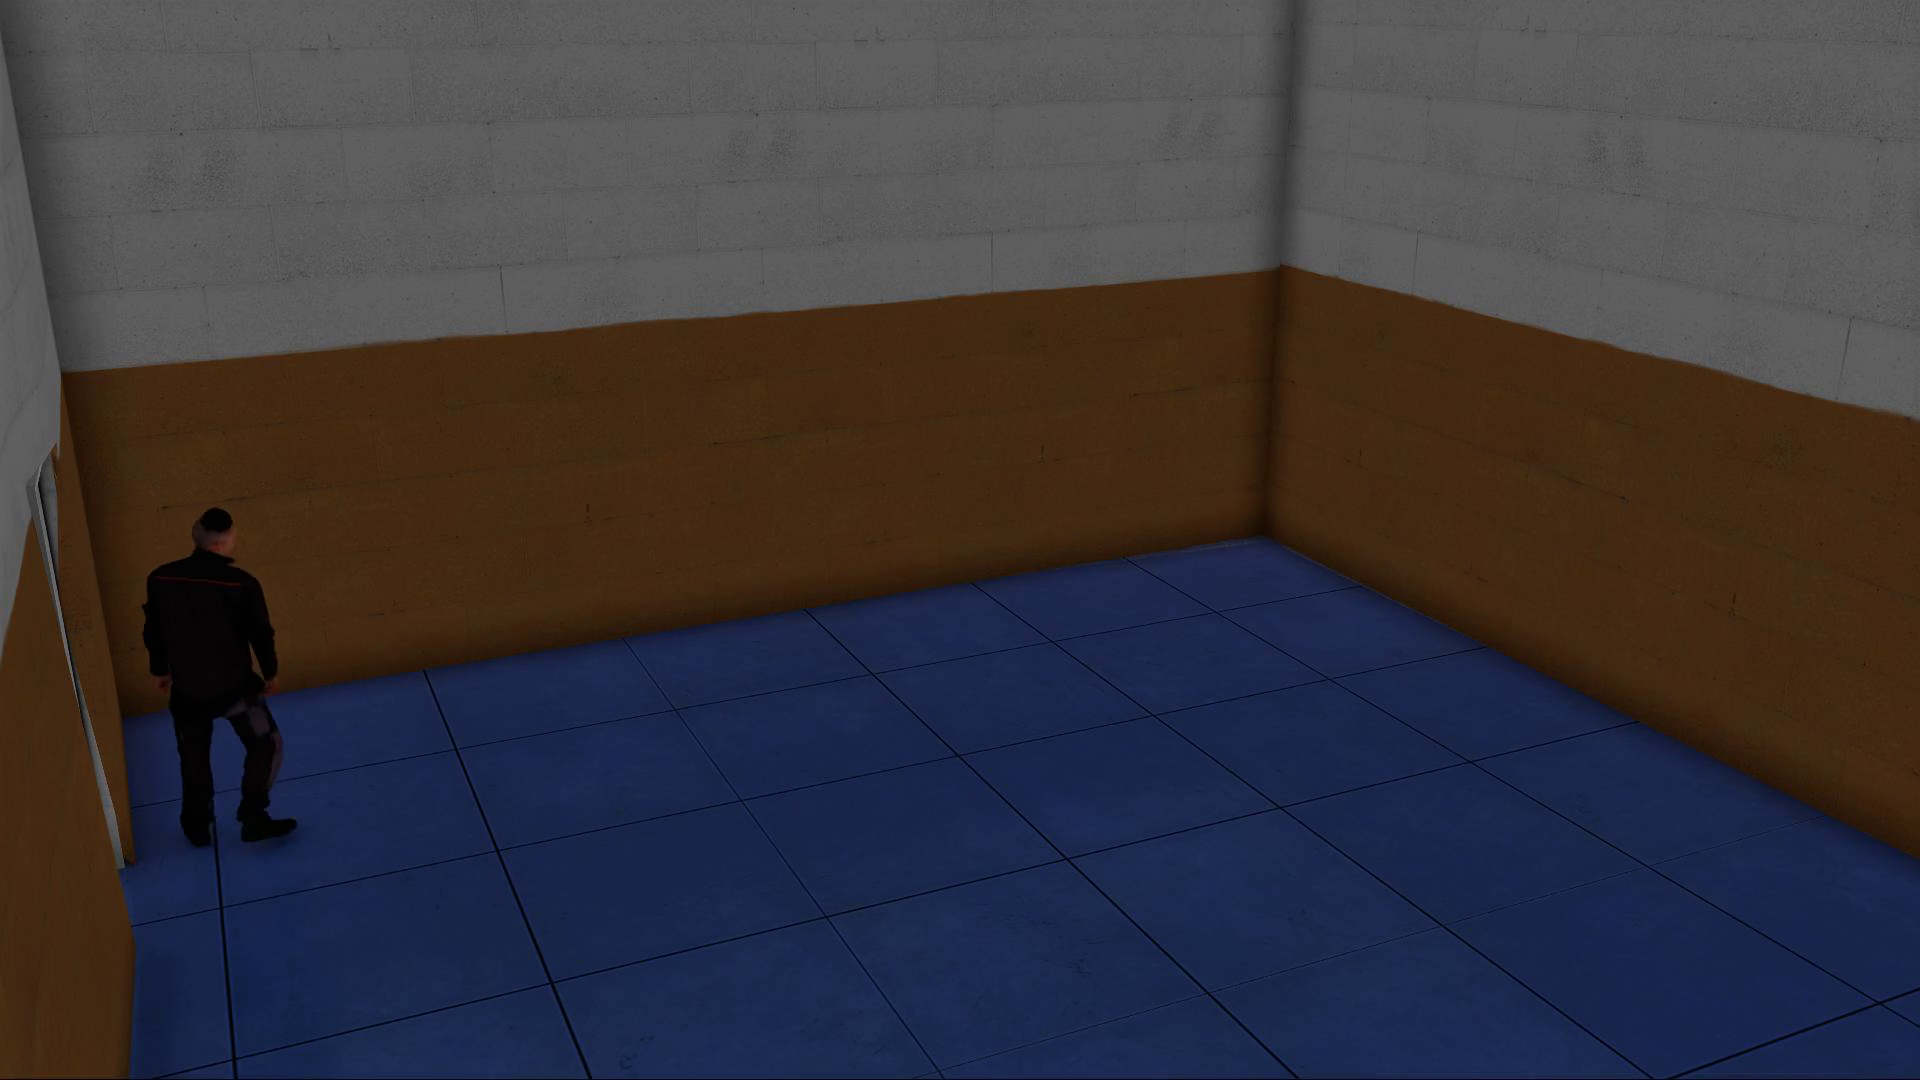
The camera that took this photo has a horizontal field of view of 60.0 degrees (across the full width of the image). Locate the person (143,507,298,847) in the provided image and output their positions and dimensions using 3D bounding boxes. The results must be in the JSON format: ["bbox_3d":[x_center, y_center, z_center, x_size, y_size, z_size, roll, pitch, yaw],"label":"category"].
[{"bbox_3d":[-3.815,0.705,8.536,0.735,1.827,0.941,-6,20,-18],"label":"person"}]
